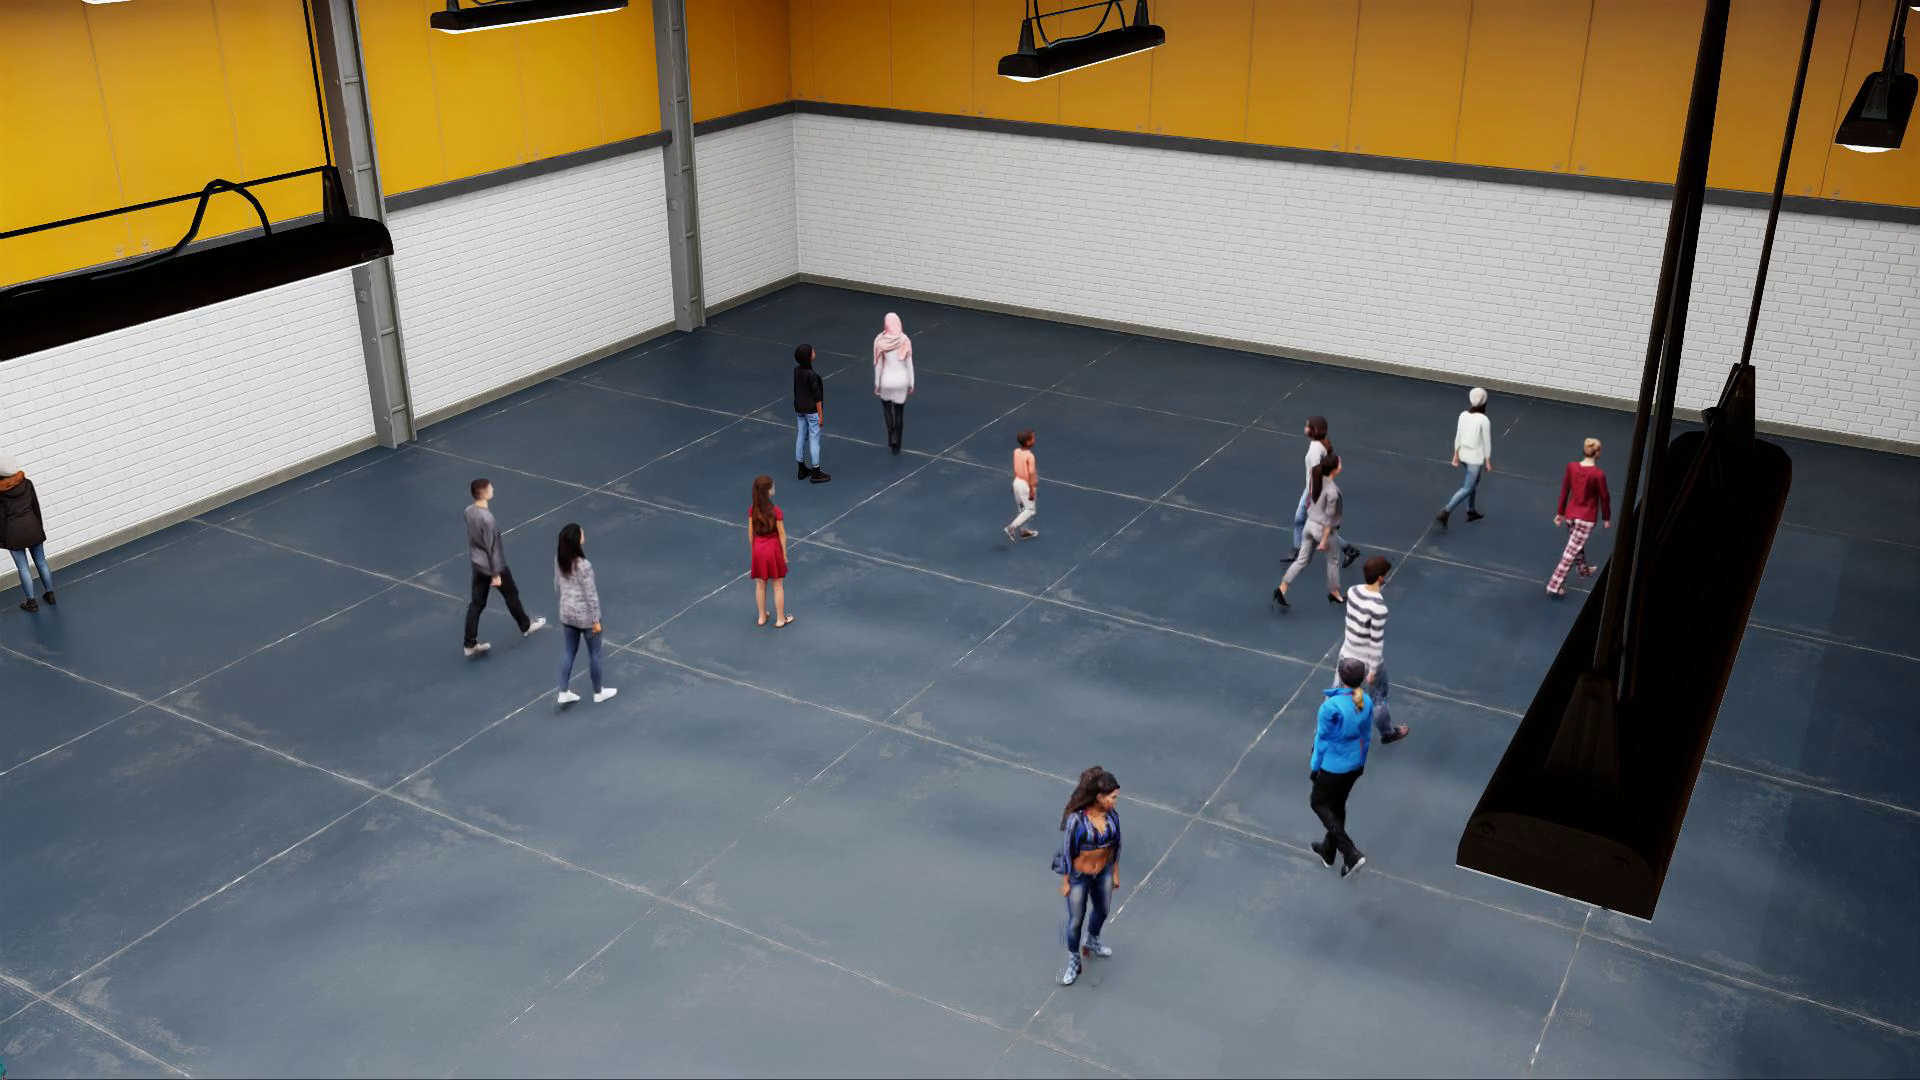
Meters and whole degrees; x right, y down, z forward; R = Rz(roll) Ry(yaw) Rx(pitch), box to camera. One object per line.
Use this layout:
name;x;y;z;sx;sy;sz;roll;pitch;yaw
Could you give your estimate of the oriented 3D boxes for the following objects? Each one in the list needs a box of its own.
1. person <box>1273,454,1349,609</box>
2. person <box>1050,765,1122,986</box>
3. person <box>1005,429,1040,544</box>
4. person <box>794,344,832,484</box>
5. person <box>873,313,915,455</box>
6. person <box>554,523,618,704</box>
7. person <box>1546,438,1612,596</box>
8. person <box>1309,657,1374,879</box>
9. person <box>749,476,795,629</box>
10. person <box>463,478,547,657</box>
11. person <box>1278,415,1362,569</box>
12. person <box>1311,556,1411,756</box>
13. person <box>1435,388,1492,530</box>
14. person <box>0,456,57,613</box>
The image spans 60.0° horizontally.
person;3.501;-0.049;16.545;1.154;1.641;1.016;-10;25;-21
person;0.838;2.279;11.254;0.712;1.613;0.819;-4;24;-9
person;0.663;-0.576;18.178;0.797;1.299;0.652;-16;28;-32
person;-1.809;-1.516;19.825;0.600;1.702;0.587;19;30;37
person;-0.824;-1.901;20.597;0.777;1.790;0.809;0;24;-1
person;-3.422;0.663;14.788;0.636;1.744;0.746;15;28;30
person;6.243;-0.203;16.872;1.142;1.662;0.935;-14;27;-29
person;2.848;1.724;12.312;0.955;1.784;0.981;-9;25;-20
person;-1.886;0.111;16.290;0.606;1.551;0.663;7;24;15
person;-4.515;0.289;15.682;0.749;1.713;1.162;18;29;35
person;3.811;-0.467;17.433;0.913;1.696;1.078;3;24;7
person;3.273;1.019;13.903;1.282;1.801;1.084;-12;26;-25
person;5.629;-0.877;18.465;1.110;1.621;0.925;-12;26;-25
person;-9.379;-0.082;16.631;0.699;1.632;0.565;15;28;31
